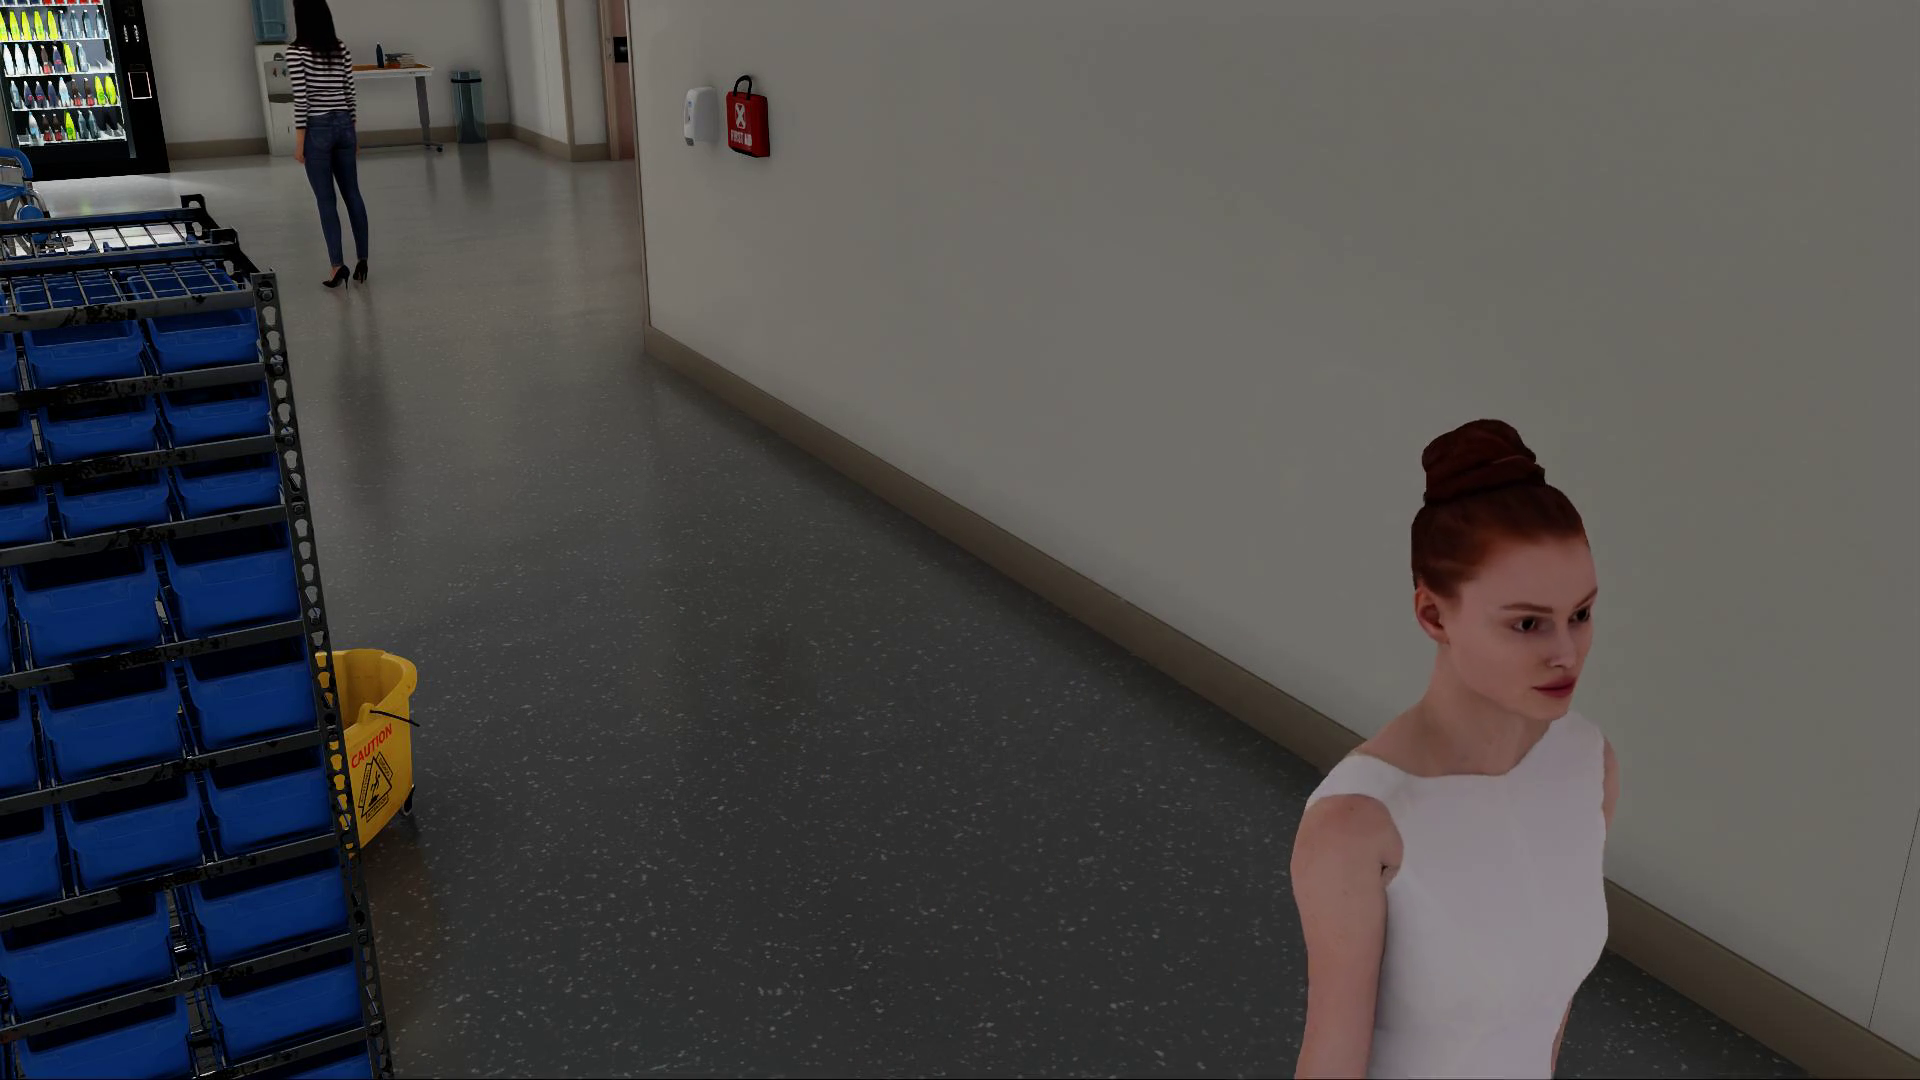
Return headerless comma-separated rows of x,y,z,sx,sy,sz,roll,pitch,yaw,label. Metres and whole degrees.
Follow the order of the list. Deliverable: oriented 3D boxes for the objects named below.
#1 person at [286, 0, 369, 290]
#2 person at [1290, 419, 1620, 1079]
-3.920,-2.475,10.325,0.700,1.797,0.554,14,25,33,person
0.456,0.723,1.951,1.059,1.748,0.744,-9,22,-21,person
